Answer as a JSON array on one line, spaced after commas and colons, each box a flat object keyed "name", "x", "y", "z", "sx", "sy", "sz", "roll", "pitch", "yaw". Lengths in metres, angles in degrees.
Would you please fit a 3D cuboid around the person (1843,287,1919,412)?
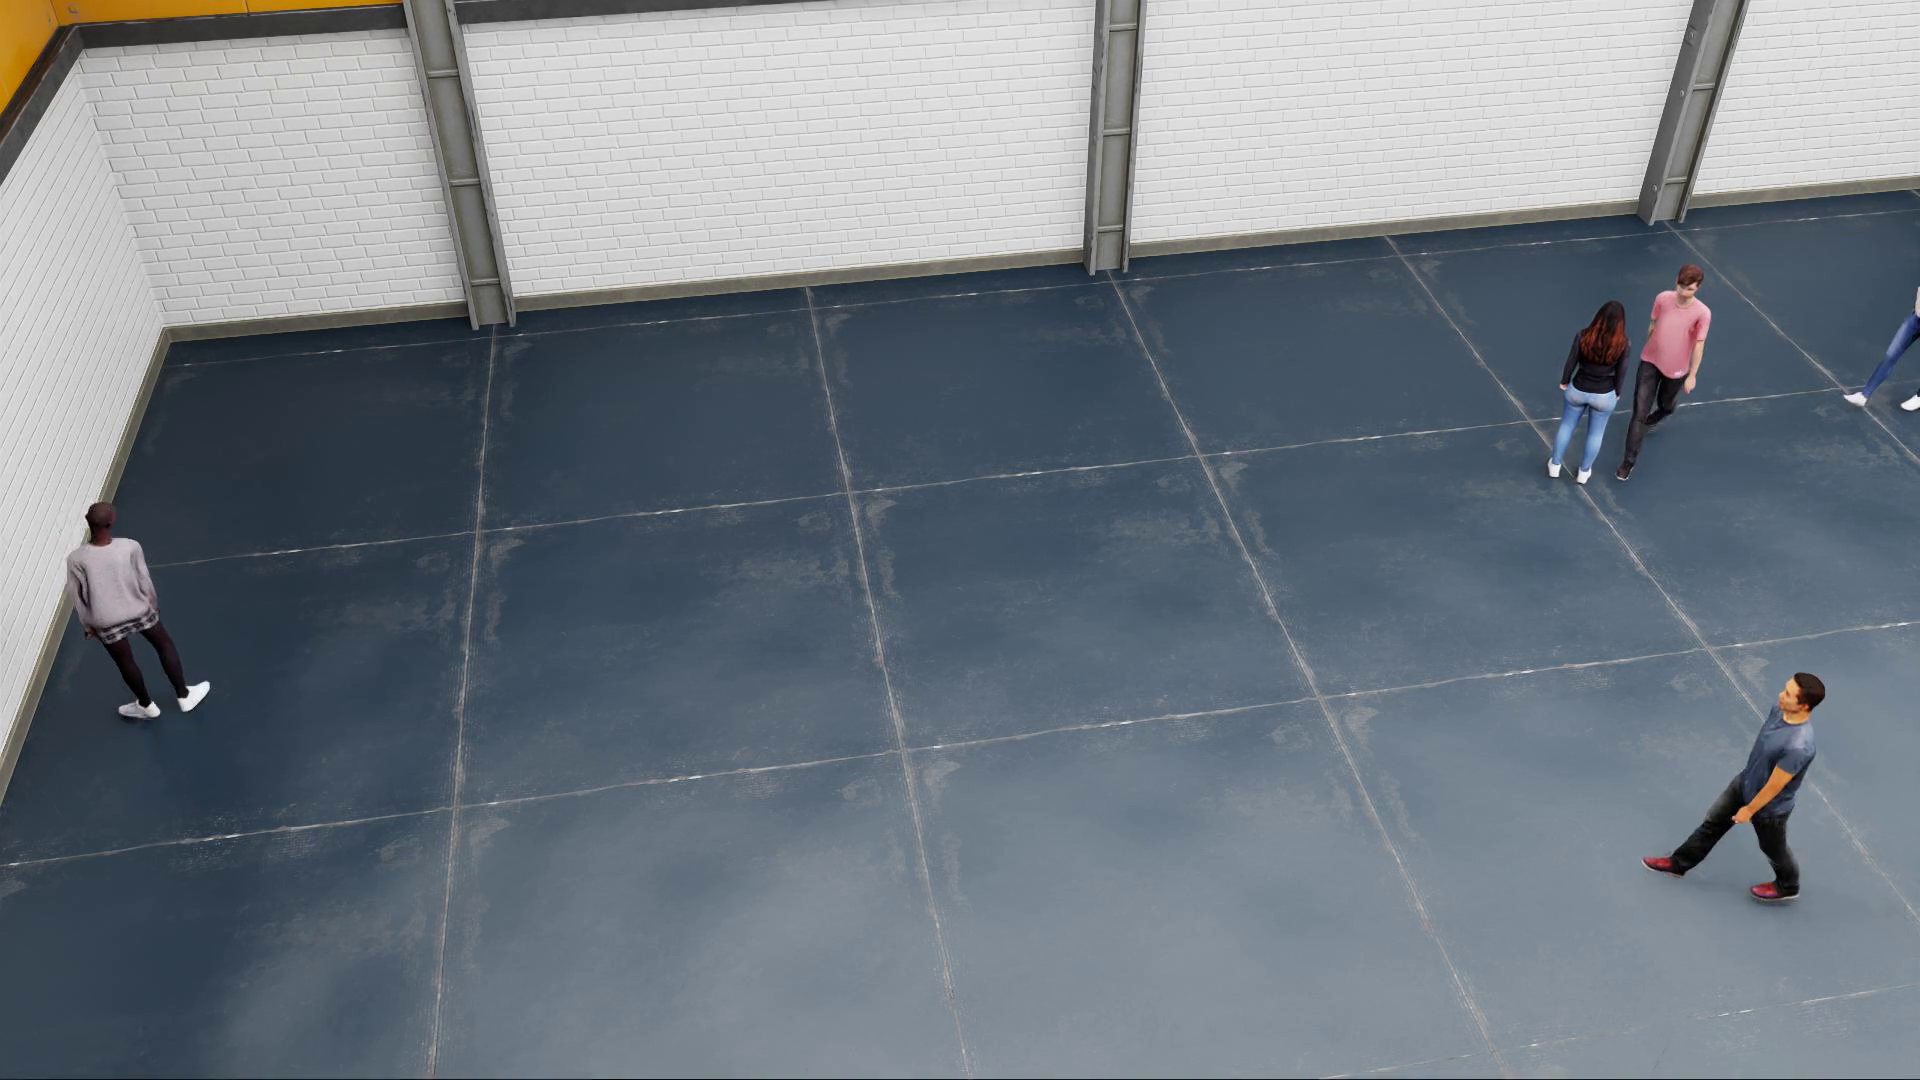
[{"name": "person", "x": 8.326, "y": -1.825, "z": 14.185, "sx": 1.043, "sy": 1.688, "sz": 0.739, "roll": -12, "pitch": 40, "yaw": -15}]

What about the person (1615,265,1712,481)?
[{"name": "person", "x": 5.768, "y": -1.459, "z": 13.556, "sx": 1.212, "sy": 1.901, "sz": 1.262, "roll": 24, "pitch": 44, "yaw": 27}]

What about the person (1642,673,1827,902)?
[{"name": "person", "x": 4.893, "y": 1.538, "z": 9.914, "sx": 1.232, "sy": 1.764, "sz": 0.868, "roll": 4, "pitch": 39, "yaw": 5}]

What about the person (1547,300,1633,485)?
[{"name": "person", "x": 5.109, "y": -1.198, "z": 13.446, "sx": 0.684, "sy": 1.630, "sz": 0.771, "roll": 18, "pitch": 42, "yaw": 21}]

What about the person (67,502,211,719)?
[{"name": "person", "x": -5.677, "y": 0.524, "z": 11.191, "sx": 0.892, "sy": 1.754, "sz": 0.716, "roll": 26, "pitch": 45, "yaw": 29}]
